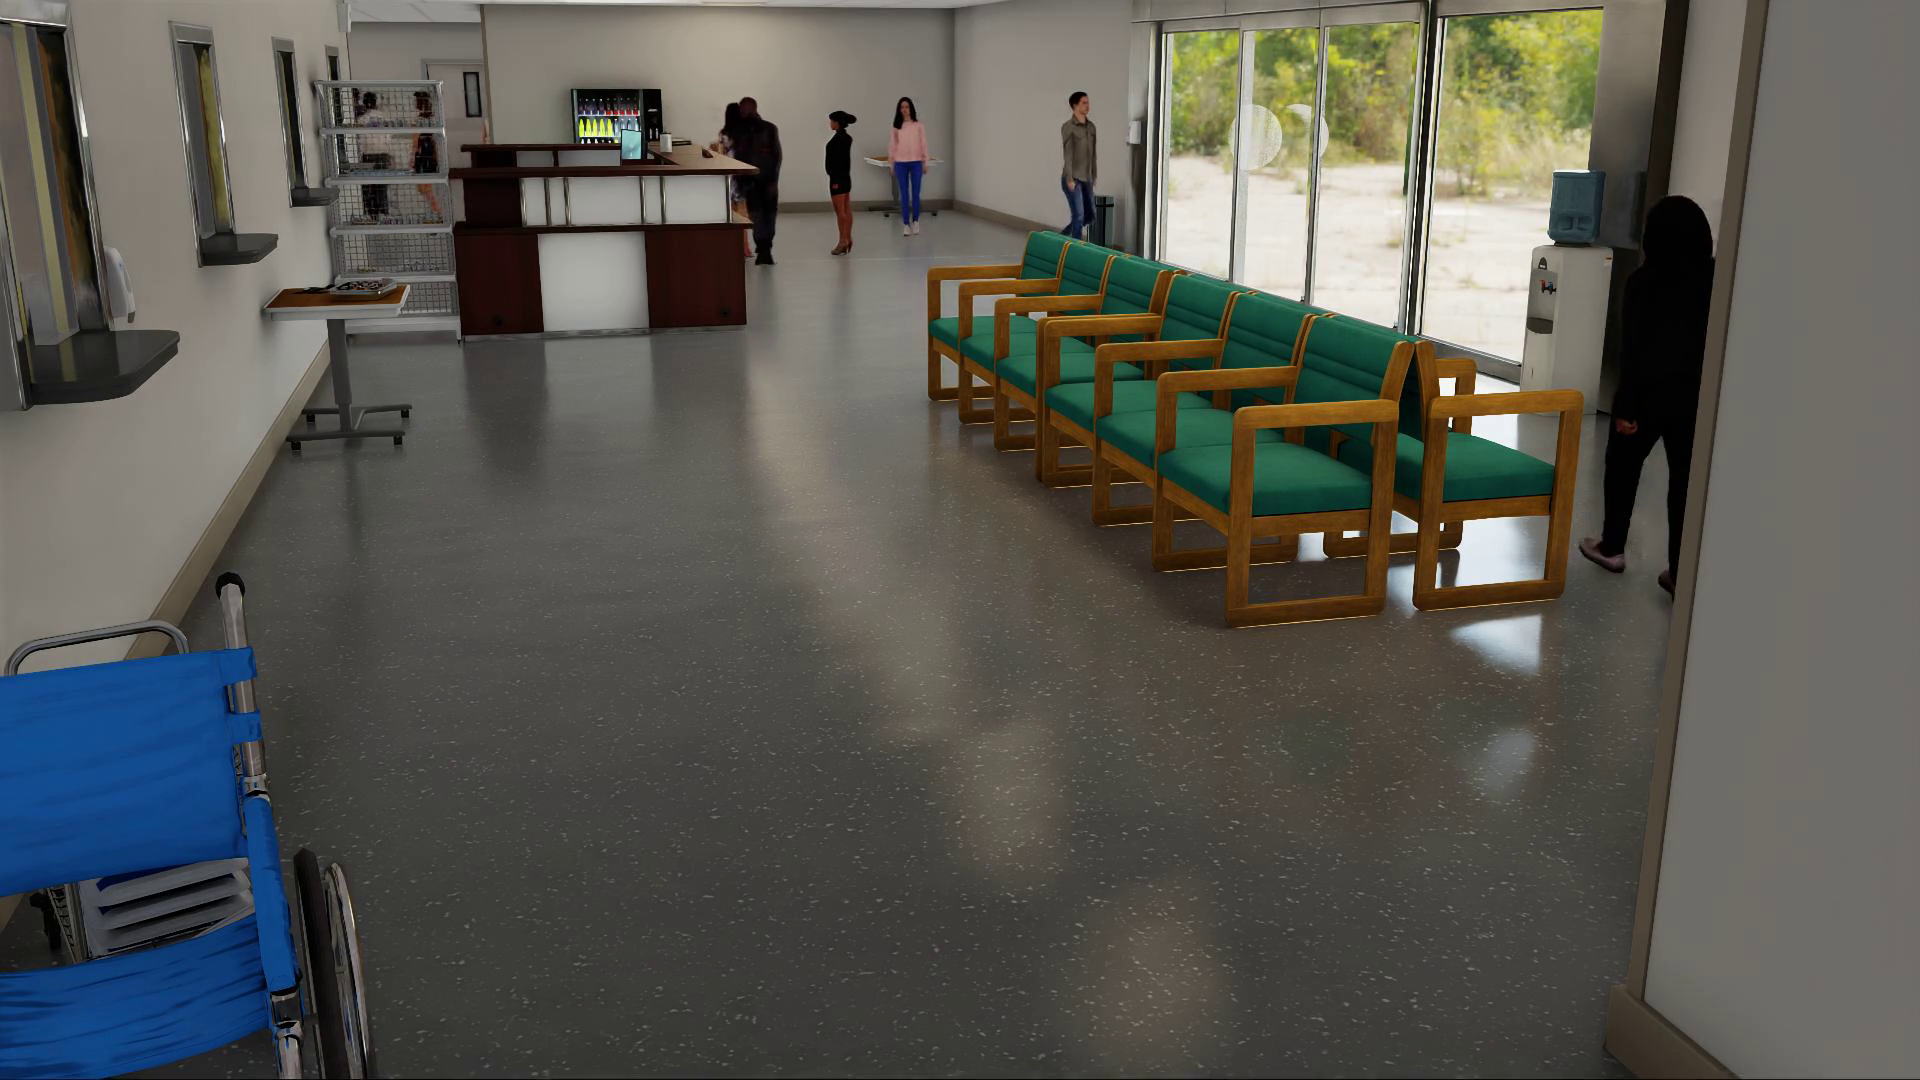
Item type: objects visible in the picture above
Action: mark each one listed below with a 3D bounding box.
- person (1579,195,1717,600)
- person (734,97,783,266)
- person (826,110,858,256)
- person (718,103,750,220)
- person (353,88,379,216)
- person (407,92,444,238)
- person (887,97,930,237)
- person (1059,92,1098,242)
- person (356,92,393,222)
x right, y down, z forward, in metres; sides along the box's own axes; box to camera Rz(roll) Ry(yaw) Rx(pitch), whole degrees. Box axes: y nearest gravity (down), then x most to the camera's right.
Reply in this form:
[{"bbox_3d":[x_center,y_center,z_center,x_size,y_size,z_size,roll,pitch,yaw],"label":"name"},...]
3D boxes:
[{"bbox_3d":[2.856,-0.528,6.592,0.853,1.584,0.806,-2,16,-6],"label":"person"},{"bbox_3d":[-2.193,-3.949,18.311,0.880,1.809,0.880,-1,16,-3],"label":"person"},{"bbox_3d":[-1.387,-4.159,19.374,0.740,1.637,0.689,4,16,14],"label":"person"},{"bbox_3d":[-2.504,-3.986,18.622,0.977,1.711,0.884,1,16,4],"label":"person"},{"bbox_3d":[-8.954,-5.802,24.819,0.855,1.844,0.780,10,18,31],"label":"person"},{"bbox_3d":[-6.748,-4.788,21.262,0.701,1.823,0.678,2,16,6],"label":"person"},{"bbox_3d":[-0.650,-4.796,21.429,0.736,1.747,0.847,1,16,5],"label":"person"},{"bbox_3d":[1.250,-3.955,18.256,1.050,1.851,1.046,14,21,42],"label":"person"},{"bbox_3d":[-7.772,-5.021,22.141,0.820,1.795,0.896,-13,20,-39],"label":"person"}]
